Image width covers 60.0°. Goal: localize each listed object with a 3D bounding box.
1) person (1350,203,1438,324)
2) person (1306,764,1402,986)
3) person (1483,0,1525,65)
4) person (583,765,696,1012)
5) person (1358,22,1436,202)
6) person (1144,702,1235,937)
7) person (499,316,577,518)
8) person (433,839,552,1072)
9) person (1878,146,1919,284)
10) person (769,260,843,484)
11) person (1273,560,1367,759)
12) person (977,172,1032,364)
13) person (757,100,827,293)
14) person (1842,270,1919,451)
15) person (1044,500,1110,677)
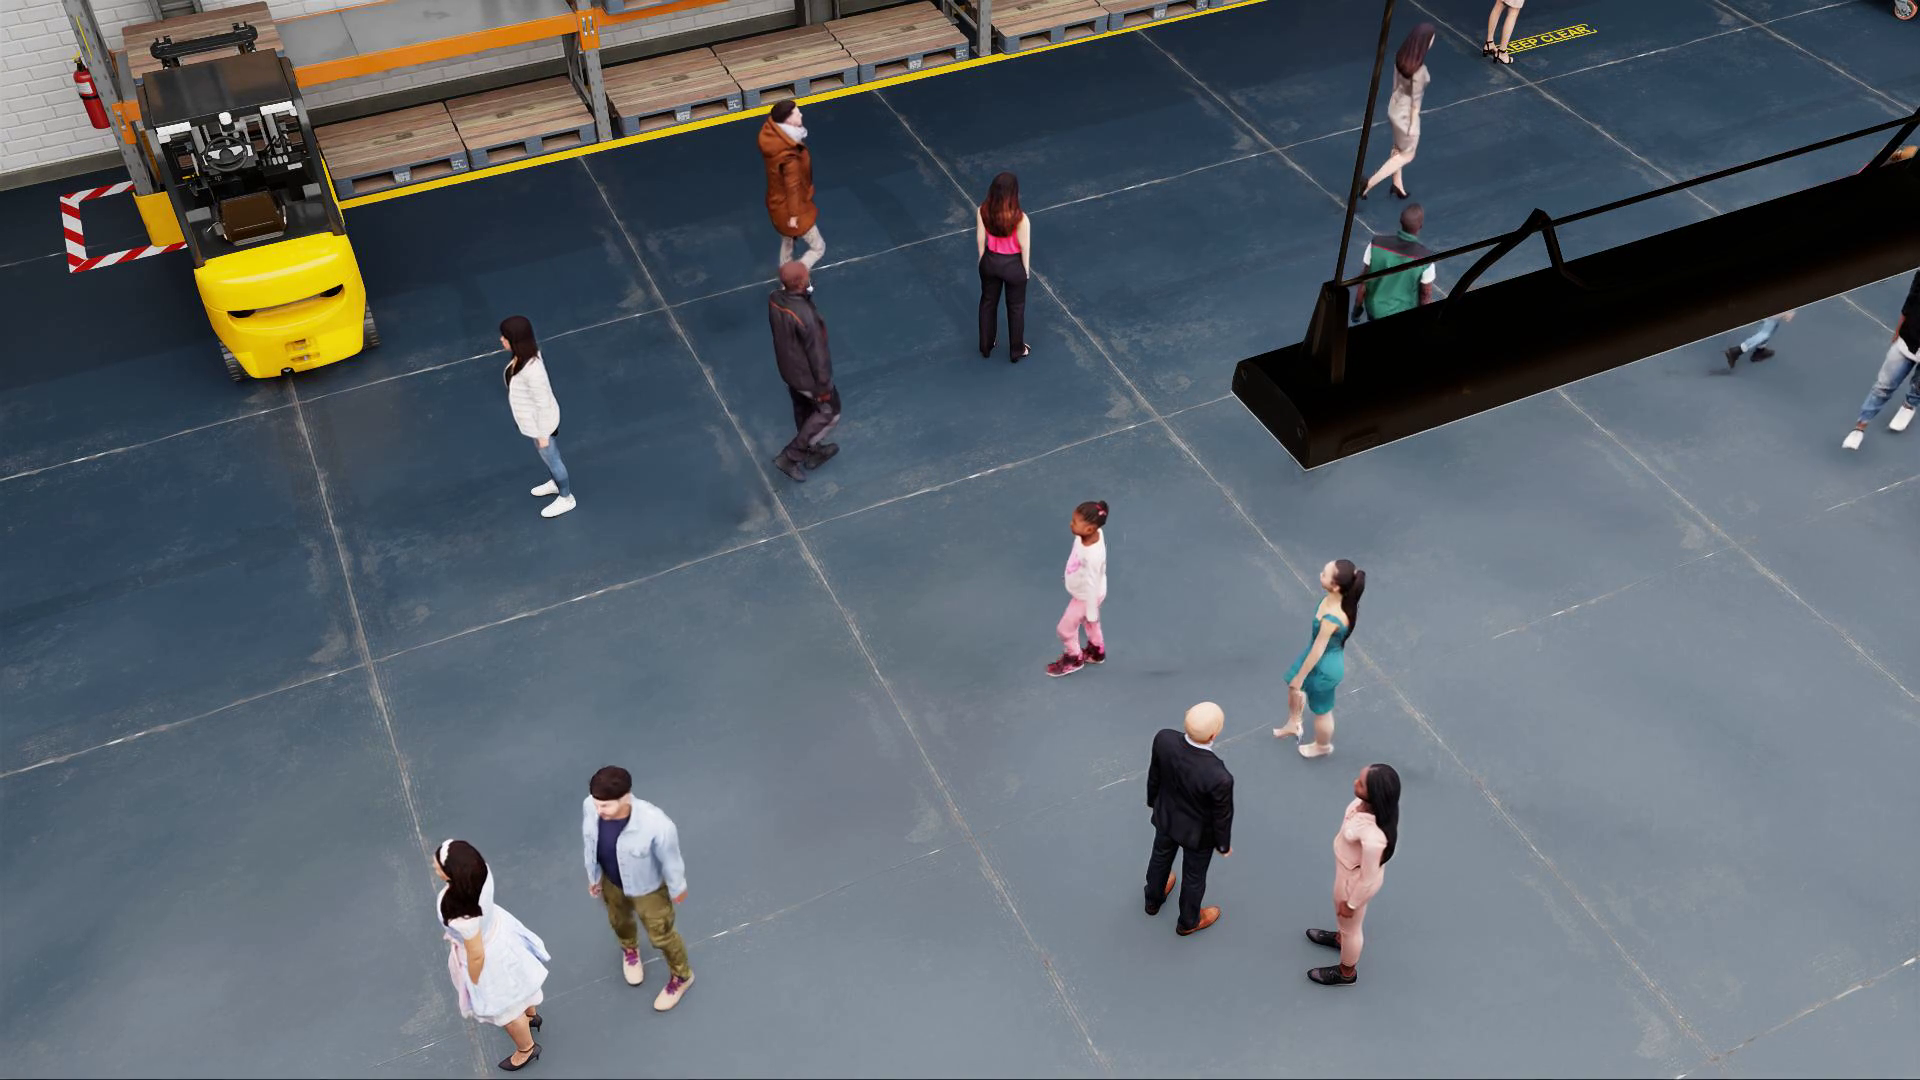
[{"bbox_3d":[3.128,-1.596,12.209,1.087,1.792,1.329,26,49,25],"label":"person"},{"bbox_3d":[2.087,1.753,8.745,0.716,1.720,0.693,7,44,8],"label":"person"},{"bbox_3d":[5.475,-5.591,16.374,0.484,1.830,0.570,-18,47,-18],"label":"person"},{"bbox_3d":[-1.717,1.730,8.709,0.798,1.803,0.827,13,45,13],"label":"person"},{"bbox_3d":[3.798,-3.647,14.403,0.908,1.735,0.668,-12,45,-12],"label":"person"},{"bbox_3d":[1.223,1.498,8.955,0.768,1.800,0.725,33,53,30],"label":"person"},{"bbox_3d":[-2.934,-0.873,11.563,0.524,1.637,0.614,-18,46,-18],"label":"person"},{"bbox_3d":[-2.353,2.077,8.334,0.852,1.819,0.815,-2,44,-2],"label":"person"},{"bbox_3d":[7.508,-2.662,13.693,0.923,1.289,0.854,12,45,13],"label":"person"},{"bbox_3d":[-1.167,-1.157,11.730,0.970,1.817,0.837,-30,51,-27],"label":"person"},{"bbox_3d":[2.224,0.756,9.827,0.783,1.671,0.723,14,45,14],"label":"person"},{"bbox_3d":[0.343,-2.107,12.840,0.652,1.660,0.701,16,46,17],"label":"person"},{"bbox_3d":[-1.426,-2.649,13.289,0.699,1.827,0.725,-23,48,-22],"label":"person"},{"bbox_3d":[7.085,-1.455,12.092,0.996,1.749,1.252,34,53,30],"label":"person"},{"bbox_3d":[0.863,0.299,10.479,0.738,1.434,0.681,-1,44,-1],"label":"person"}]
